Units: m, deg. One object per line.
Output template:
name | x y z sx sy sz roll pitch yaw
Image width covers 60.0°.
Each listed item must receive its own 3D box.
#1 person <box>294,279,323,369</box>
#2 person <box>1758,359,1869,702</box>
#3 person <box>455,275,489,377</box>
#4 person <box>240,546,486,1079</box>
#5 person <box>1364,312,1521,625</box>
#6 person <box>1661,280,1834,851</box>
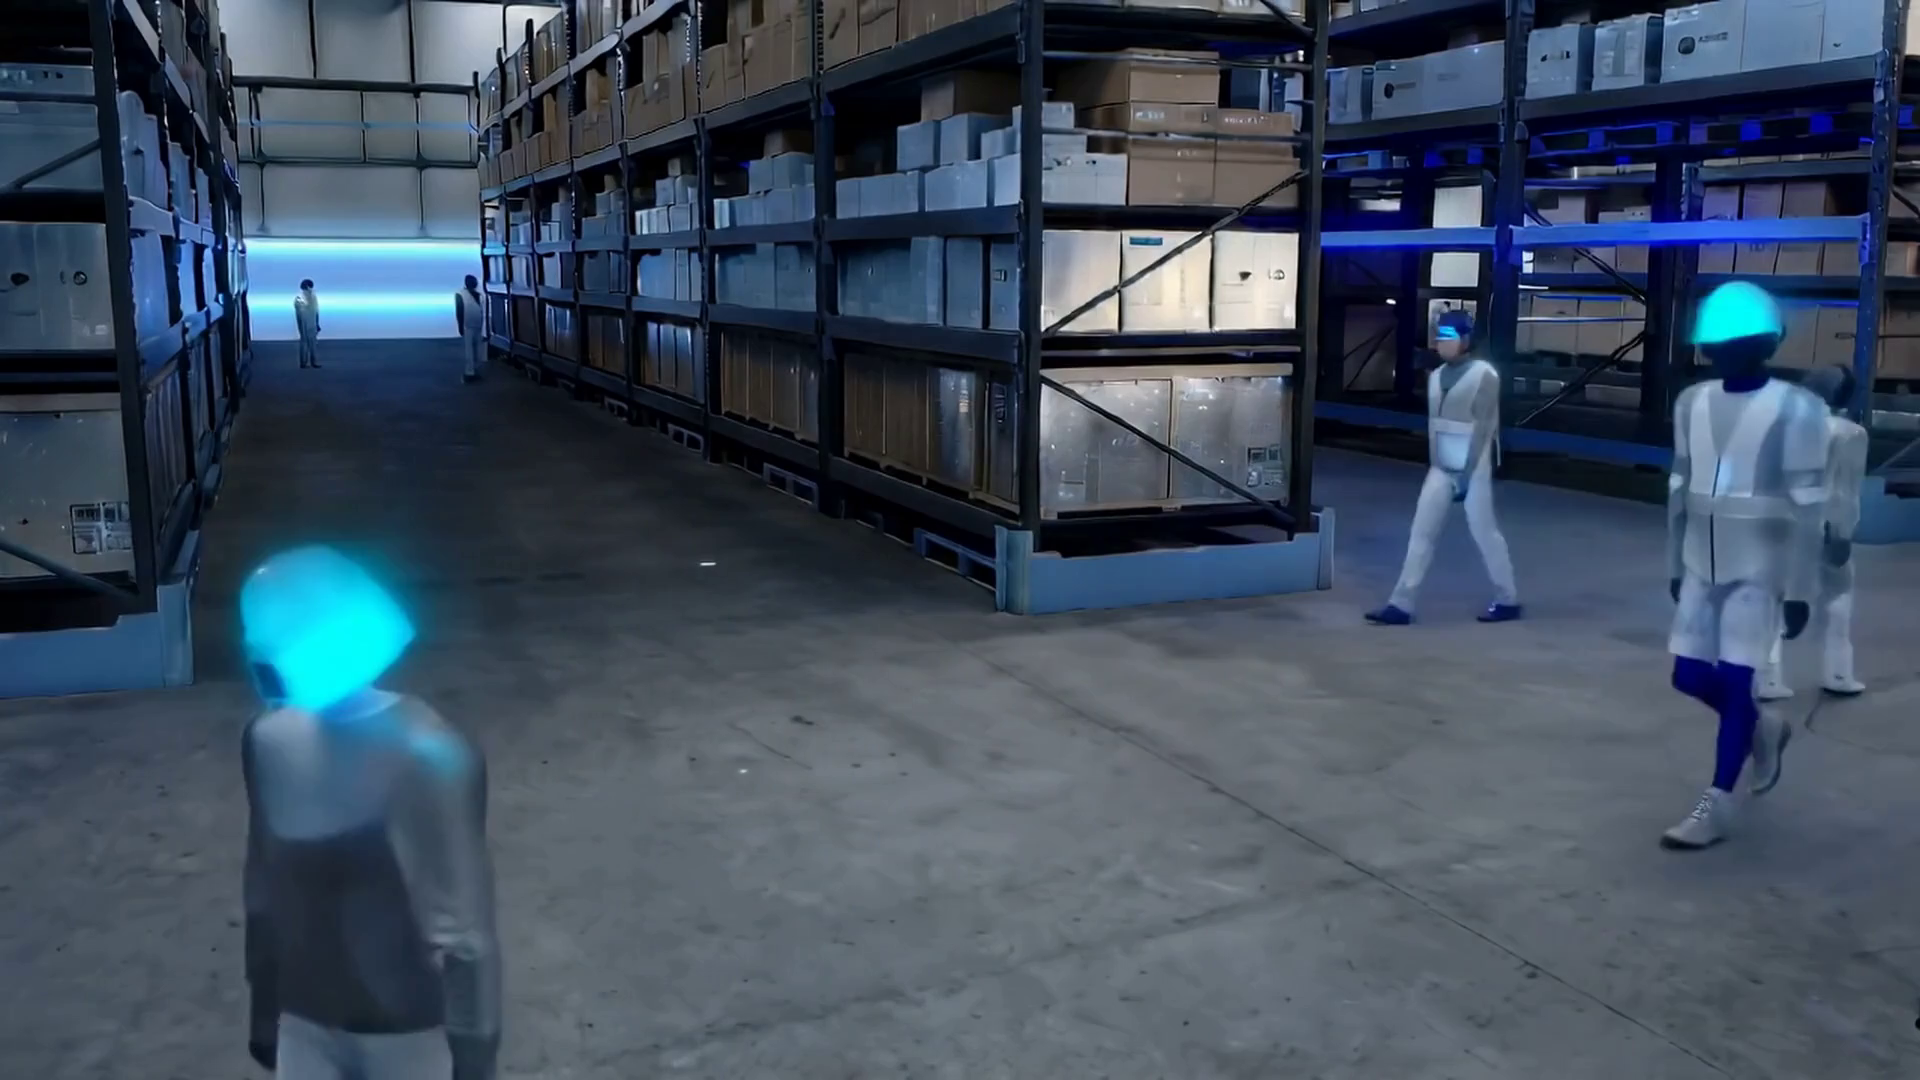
person | -12.693 -4.204 32.450 0.360 1.742 0.563 4 10 21
person | 4.063 -0.041 7.878 0.686 1.612 0.522 -6 11 -33
person | -8.843 -3.878 30.195 0.429 1.842 0.633 6 11 31
person | -0.995 0.807 2.794 0.554 1.610 0.509 5 11 27
person | 2.822 -0.394 9.469 0.974 1.797 0.568 -4 10 -24
person | 2.823 0.085 5.951 0.703 2.017 0.604 -5 11 -29
